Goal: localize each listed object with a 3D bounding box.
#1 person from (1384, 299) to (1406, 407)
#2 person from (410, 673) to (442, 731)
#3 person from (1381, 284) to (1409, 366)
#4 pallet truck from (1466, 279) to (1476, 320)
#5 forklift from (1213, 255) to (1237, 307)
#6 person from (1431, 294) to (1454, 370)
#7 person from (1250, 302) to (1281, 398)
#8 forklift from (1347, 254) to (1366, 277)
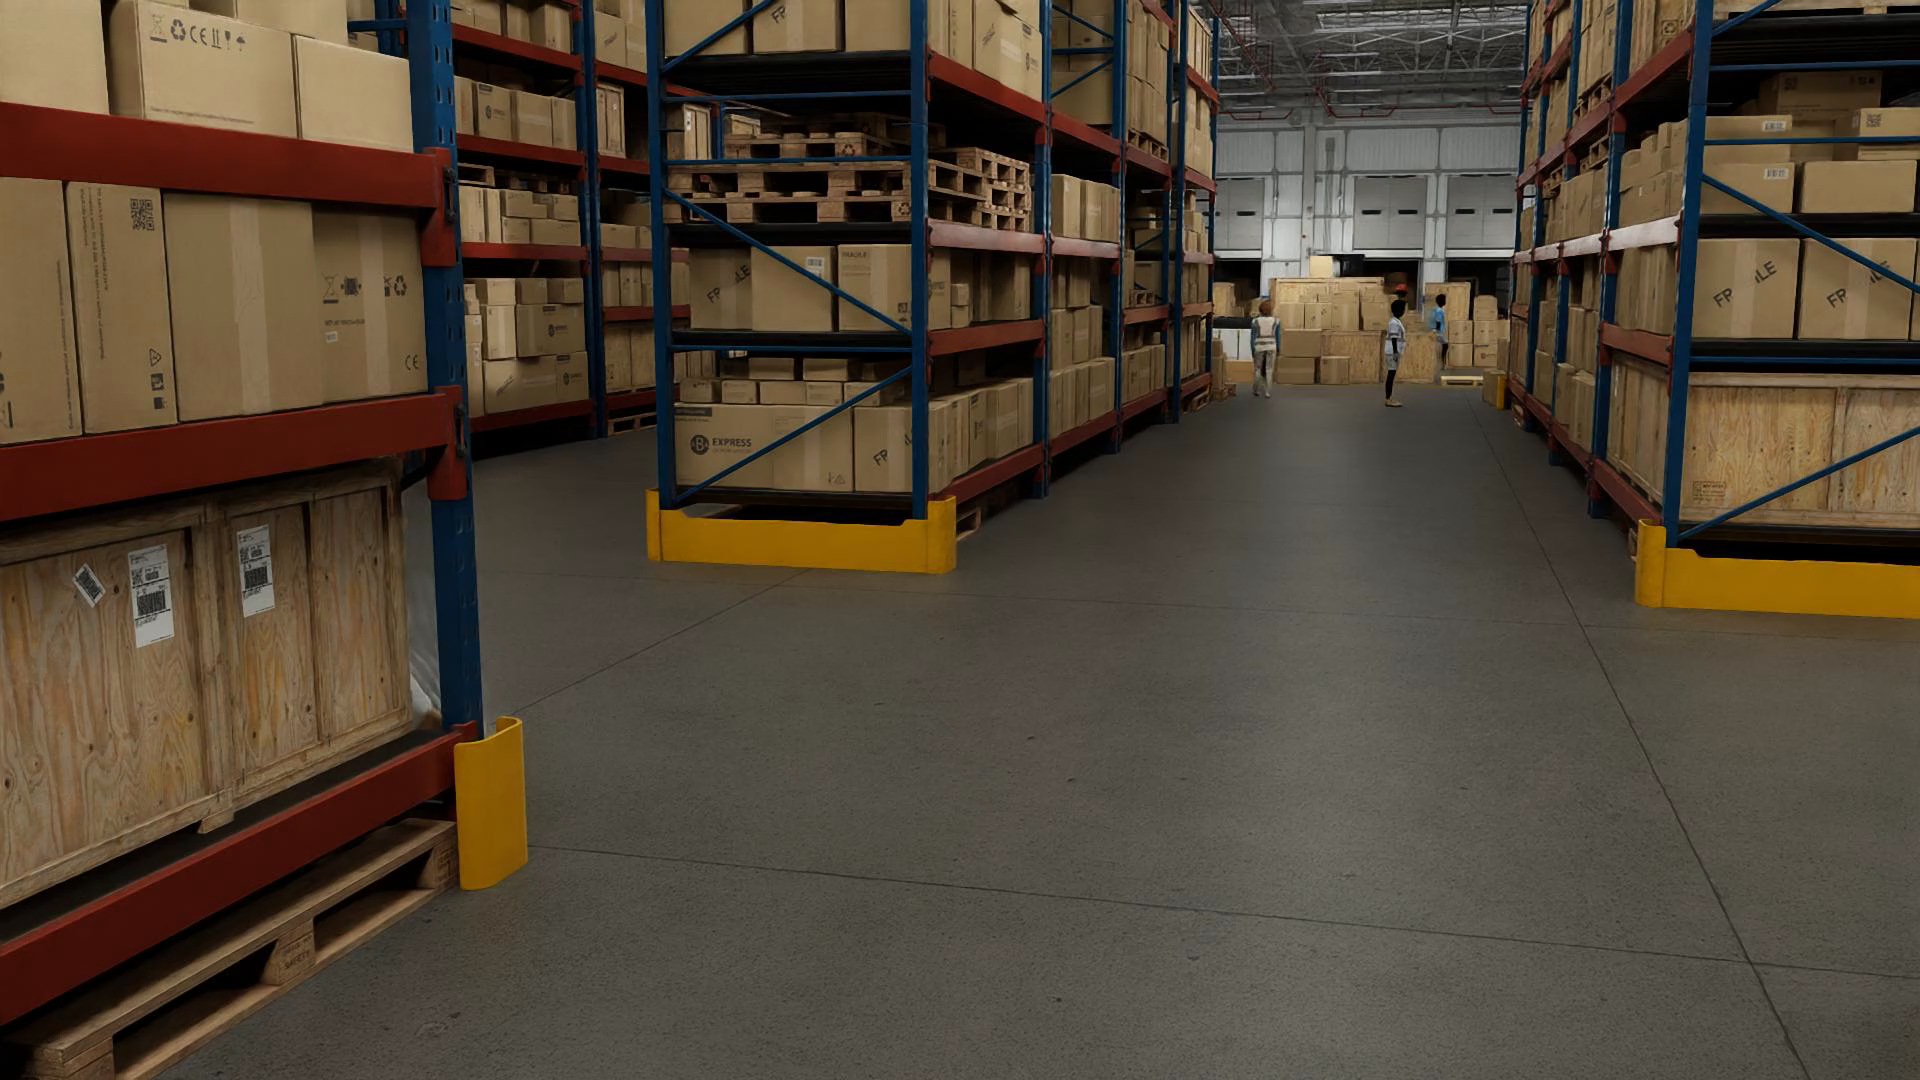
[{"bbox_3d":[6.856,-2.942,26.221,0.320,1.693,0.531,2,9,15],"label":"person"},{"bbox_3d":[-2.457,0.098,6.547,0.815,1.811,0.627,3,9,18],"label":"person"},{"bbox_3d":[9.640,-4.630,36.318,0.907,1.886,0.552,2,9,10],"label":"person"},{"bbox_3d":[18.896,-8.459,60.307,1.885,1.965,0.823,5,10,31],"label":"pallet truck"},{"bbox_3d":[8.572,-8.457,57.503,1.873,2.768,1.129,-4,10,-26],"label":"forklift"},{"bbox_3d":[10.607,-4.558,36.539,0.674,1.673,0.545,0,9,3],"label":"person"},{"bbox_3d":[5.199,-3.233,28.342,0.526,1.605,0.793,1,9,7],"label":"person"},{"bbox_3d":[13.074,-8.074,55.067,1.873,2.768,1.129,0,9,-2],"label":"forklift"}]
